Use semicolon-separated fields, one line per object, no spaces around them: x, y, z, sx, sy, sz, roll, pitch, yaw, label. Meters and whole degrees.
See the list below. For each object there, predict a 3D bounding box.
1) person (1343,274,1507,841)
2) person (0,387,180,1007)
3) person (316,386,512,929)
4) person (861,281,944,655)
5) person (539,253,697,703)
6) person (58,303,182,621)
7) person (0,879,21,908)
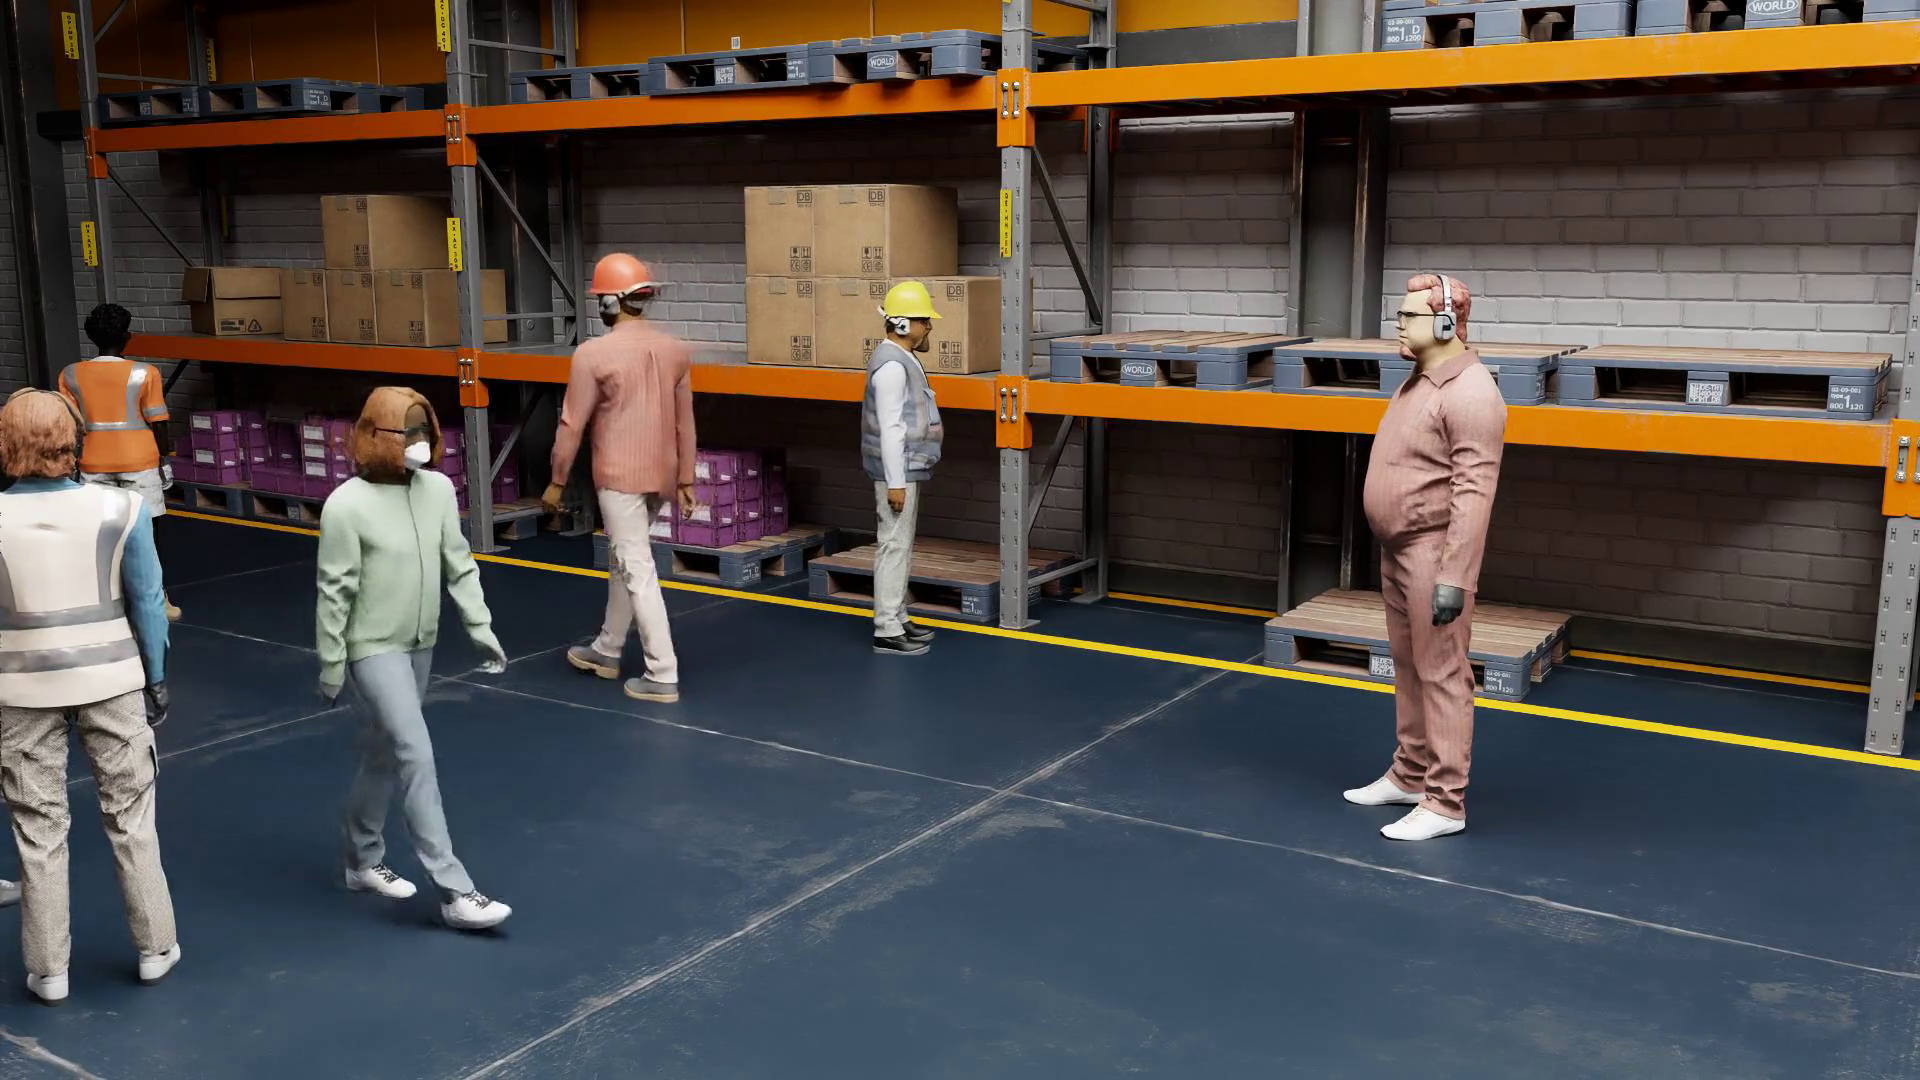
1.572;0.061;5.663;0.407;1.910;0.638;-1;10;-4;person
-2.368;0.419;4.414;0.514;1.642;0.314;-5;11;-26;person
-1.595;0.347;4.938;0.812;1.595;0.506;4;11;20;person
-0.281;-0.352;8.194;0.403;1.824;0.597;1;10;4;person
-1.553;-0.276;7.389;0.807;1.966;0.626;6;12;32;person
-4.393;-0.383;8.707;0.541;1.696;0.315;-1;10;-6;person
-3.137;0.223;4.930;0.564;1.846;0.391;4;11;20;person
